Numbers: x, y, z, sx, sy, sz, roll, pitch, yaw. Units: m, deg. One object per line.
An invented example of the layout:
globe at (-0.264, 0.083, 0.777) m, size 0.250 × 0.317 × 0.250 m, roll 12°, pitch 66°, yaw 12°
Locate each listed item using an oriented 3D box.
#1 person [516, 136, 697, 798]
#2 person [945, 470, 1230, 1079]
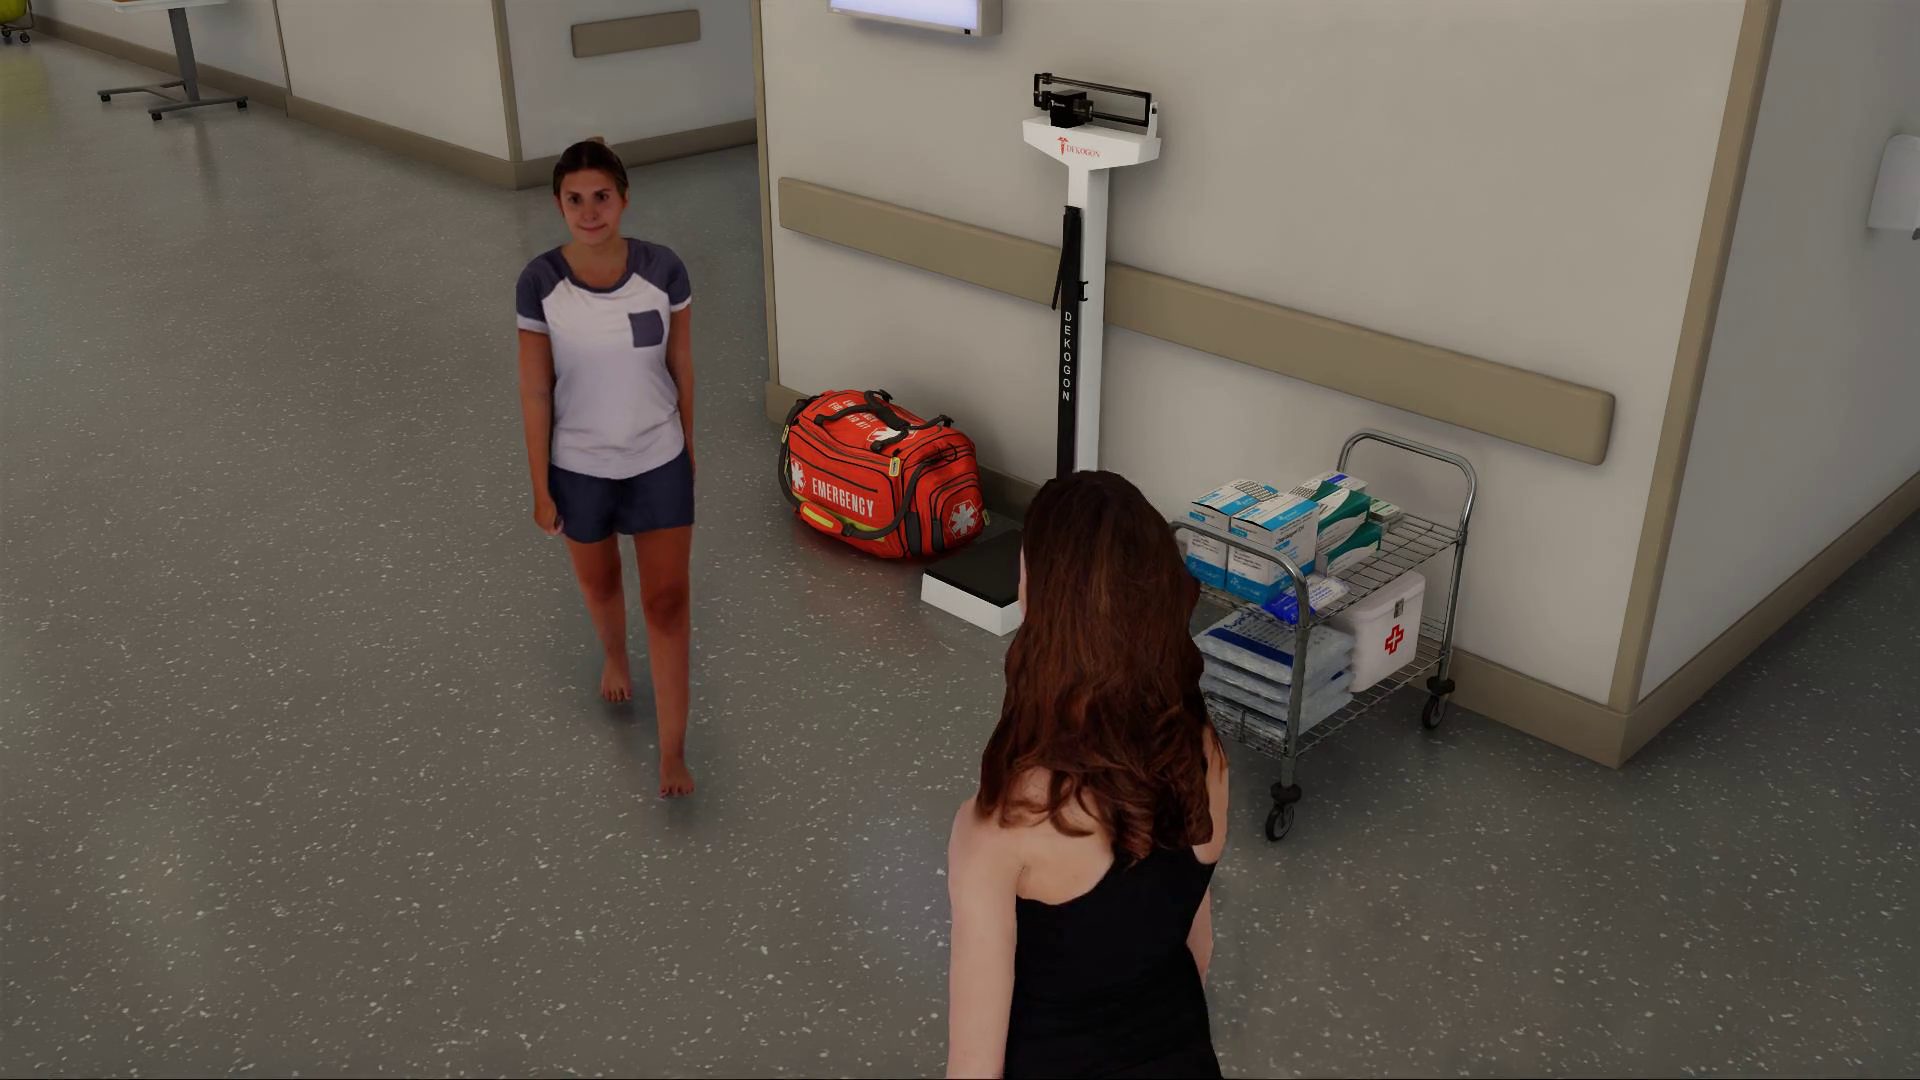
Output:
person at (-0.874, -0.197, 4.215) m, size 0.931 × 1.574 × 1.107 m, roll -5°, pitch 26°, yaw -11°
person at (0.210, 0.798, 1.986) m, size 0.708 × 1.718 × 0.825 m, roll -15°, pitch 29°, yaw -28°
